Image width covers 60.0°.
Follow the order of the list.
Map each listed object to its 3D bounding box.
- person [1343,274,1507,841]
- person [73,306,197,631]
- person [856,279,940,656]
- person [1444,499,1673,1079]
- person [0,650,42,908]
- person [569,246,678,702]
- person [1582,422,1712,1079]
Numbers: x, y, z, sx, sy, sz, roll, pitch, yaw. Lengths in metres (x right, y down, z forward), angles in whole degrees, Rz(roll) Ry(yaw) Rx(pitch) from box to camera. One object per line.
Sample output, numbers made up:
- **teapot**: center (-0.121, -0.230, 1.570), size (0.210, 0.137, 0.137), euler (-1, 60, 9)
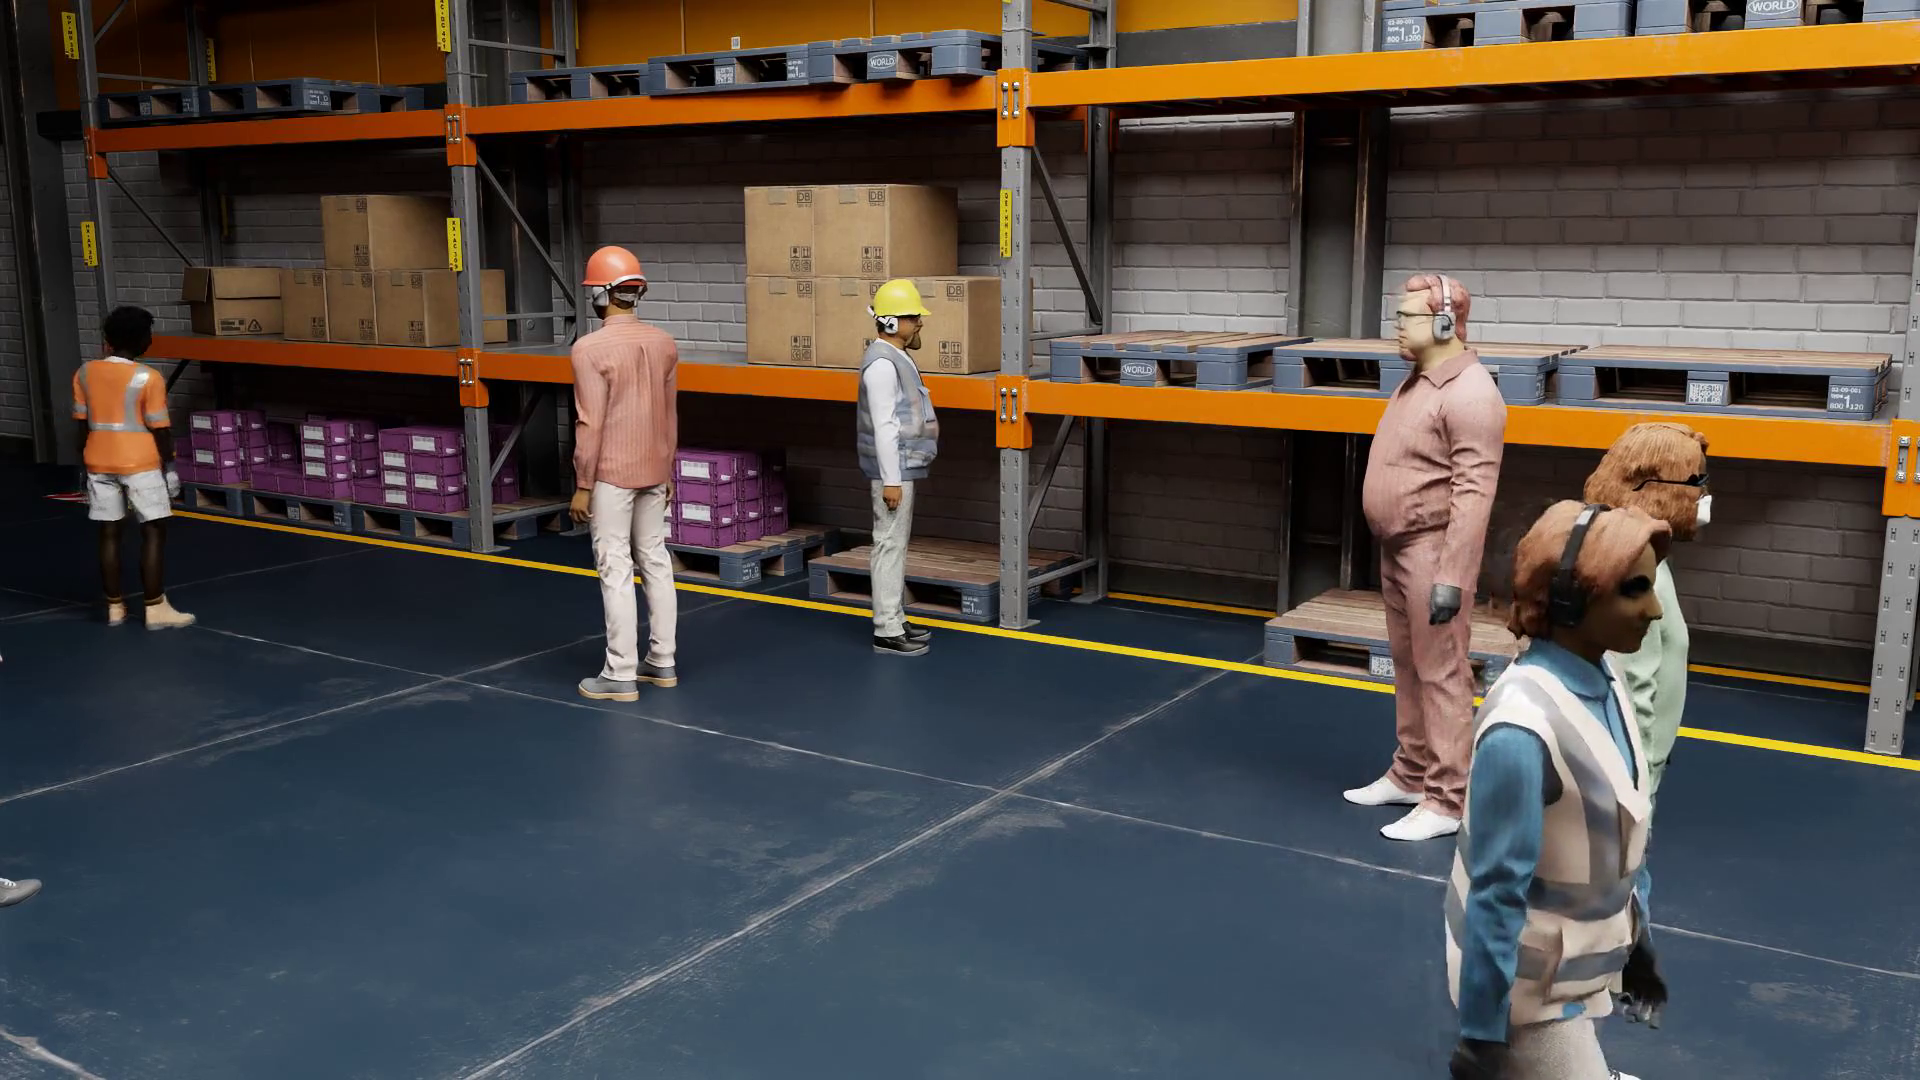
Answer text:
- **person**: center (1.567, 0.061, 5.662), size (0.406, 1.911, 0.637), euler (-1, 10, -4)
- **person**: center (-4.329, -0.367, 8.678), size (0.624, 1.675, 0.317), euler (2, 11, 13)
- **person**: center (-0.303, -0.357, 8.186), size (0.404, 1.831, 0.600), euler (0, 10, 3)
- **person**: center (1.018, 0.744, 2.685), size (0.561, 1.621, 0.518), euler (6, 12, 30)
- **person**: center (-3.124, 0.224, 4.938), size (0.570, 1.840, 0.373), euler (3, 11, 18)
- **person**: center (-1.490, -0.289, 7.356), size (0.385, 1.993, 0.624), euler (6, 12, 31)
- **person**: center (1.487, 0.546, 3.732), size (0.271, 1.632, 0.503), euler (3, 11, 18)
